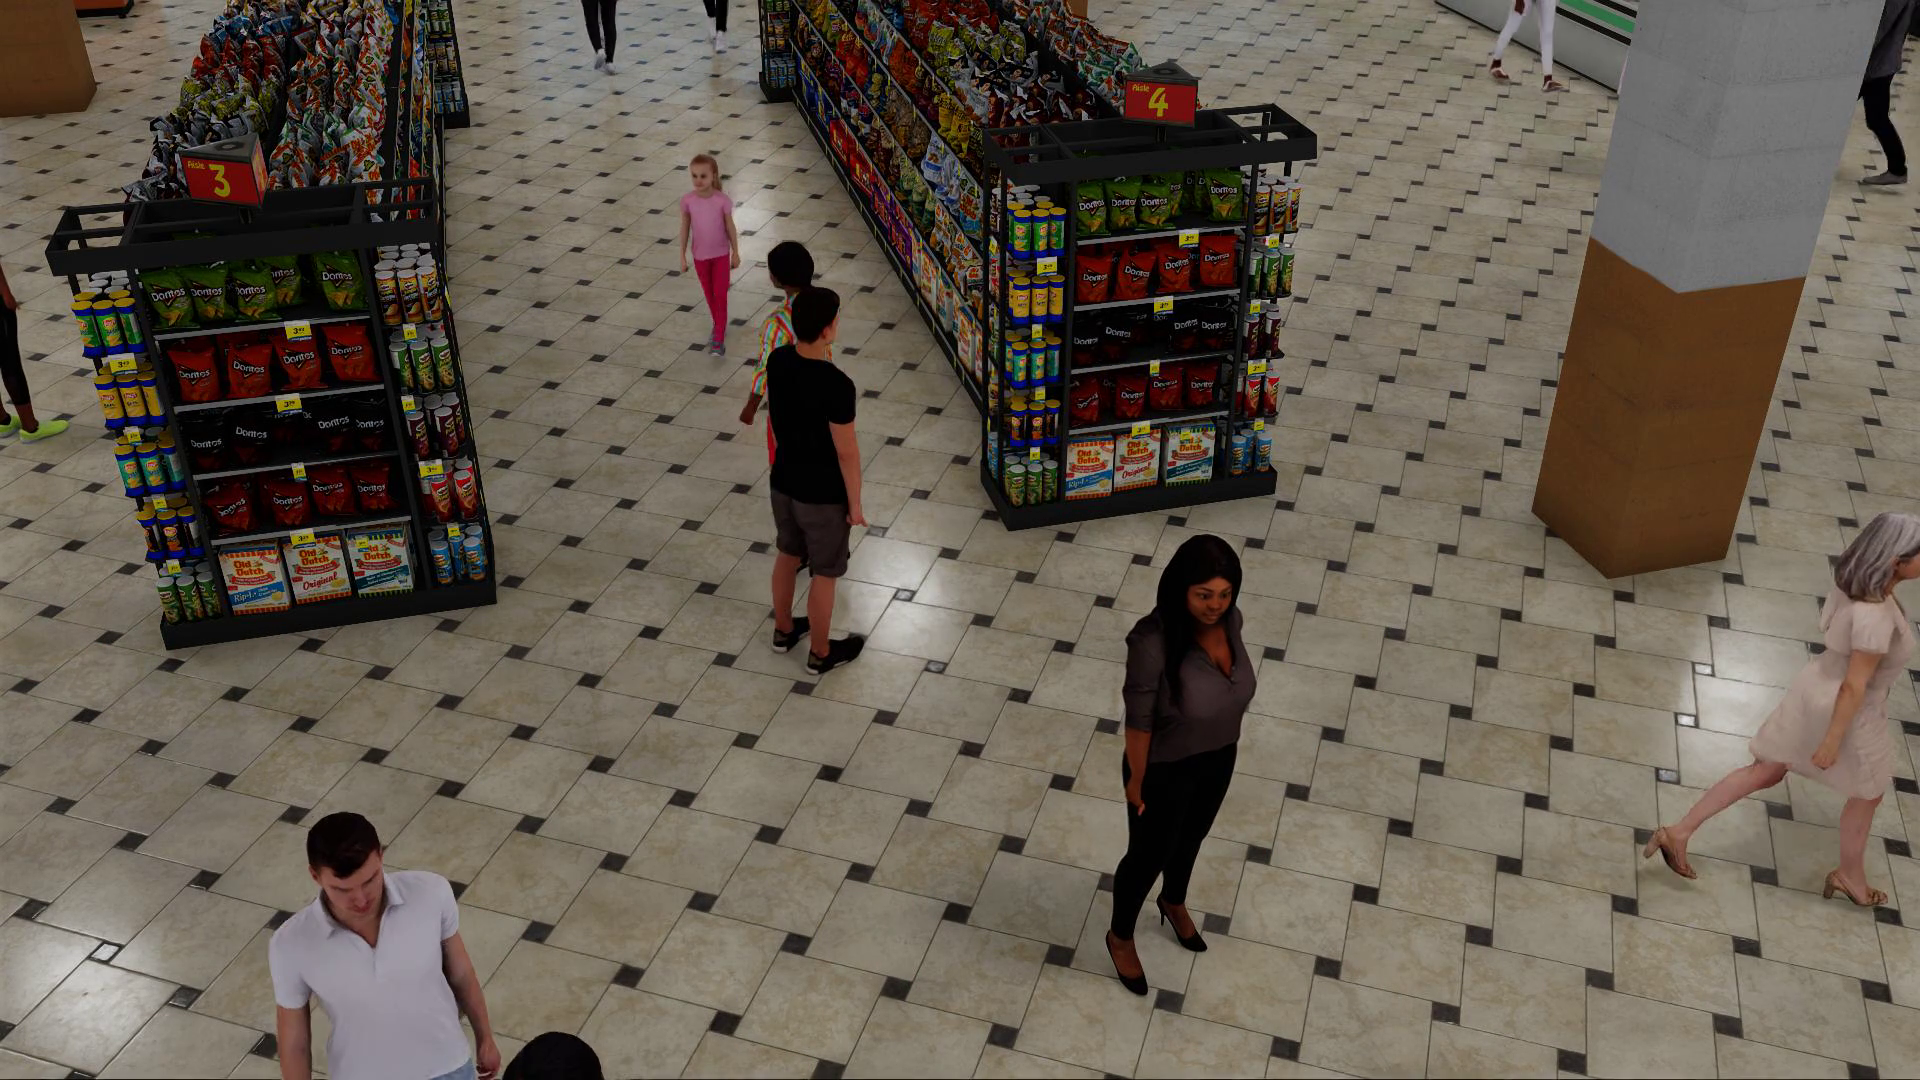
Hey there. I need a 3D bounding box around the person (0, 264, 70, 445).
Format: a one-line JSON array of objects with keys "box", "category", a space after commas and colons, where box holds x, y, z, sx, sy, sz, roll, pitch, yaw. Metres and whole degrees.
[{"box": [-5.449, -1.367, 9.221, 0.642, 1.755, 0.685, 13, 34, 20], "category": "person"}]

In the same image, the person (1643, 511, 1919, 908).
[{"box": [3.046, 0.652, 6.032, 0.988, 1.695, 1.163, 5, 32, 8], "category": "person"}]

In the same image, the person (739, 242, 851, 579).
[{"box": [-0.719, -0.546, 7.881, 0.829, 1.777, 0.768, 23, 39, 32], "category": "person"}]

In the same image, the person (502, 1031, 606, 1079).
[{"box": [-0.903, 1.806, 4.186, 0.888, 1.687, 1.036, 8, 33, 13], "category": "person"}]

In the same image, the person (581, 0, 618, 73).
[{"box": [-3.321, -5.130, 15.345, 0.617, 1.673, 0.711, -7, 33, -12], "category": "person"}]

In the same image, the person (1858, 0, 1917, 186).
[{"box": [7.096, -3.587, 12.724, 1.253, 1.823, 1.210, 16, 35, 24], "category": "person"}]

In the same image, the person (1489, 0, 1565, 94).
[{"box": [5.120, -4.933, 15.031, 0.661, 1.670, 1.174, -10, 33, -15], "category": "person"}]

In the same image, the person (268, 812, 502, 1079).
[{"box": [-1.557, 1.446, 4.625, 0.809, 1.834, 0.811, -14, 34, -21], "category": "person"}]

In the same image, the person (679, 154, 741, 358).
[{"box": [-1.547, -1.817, 10.421, 0.674, 1.251, 0.878, 3, 32, 5], "category": "person"}]

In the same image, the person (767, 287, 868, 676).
[{"box": [-0.672, -0.241, 7.319, 0.712, 1.851, 0.812, 23, 39, 33], "category": "person"}]

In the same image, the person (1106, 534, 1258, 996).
[{"box": [0.742, 0.766, 5.715, 0.733, 1.838, 0.733, -23, 39, -33], "category": "person"}]
